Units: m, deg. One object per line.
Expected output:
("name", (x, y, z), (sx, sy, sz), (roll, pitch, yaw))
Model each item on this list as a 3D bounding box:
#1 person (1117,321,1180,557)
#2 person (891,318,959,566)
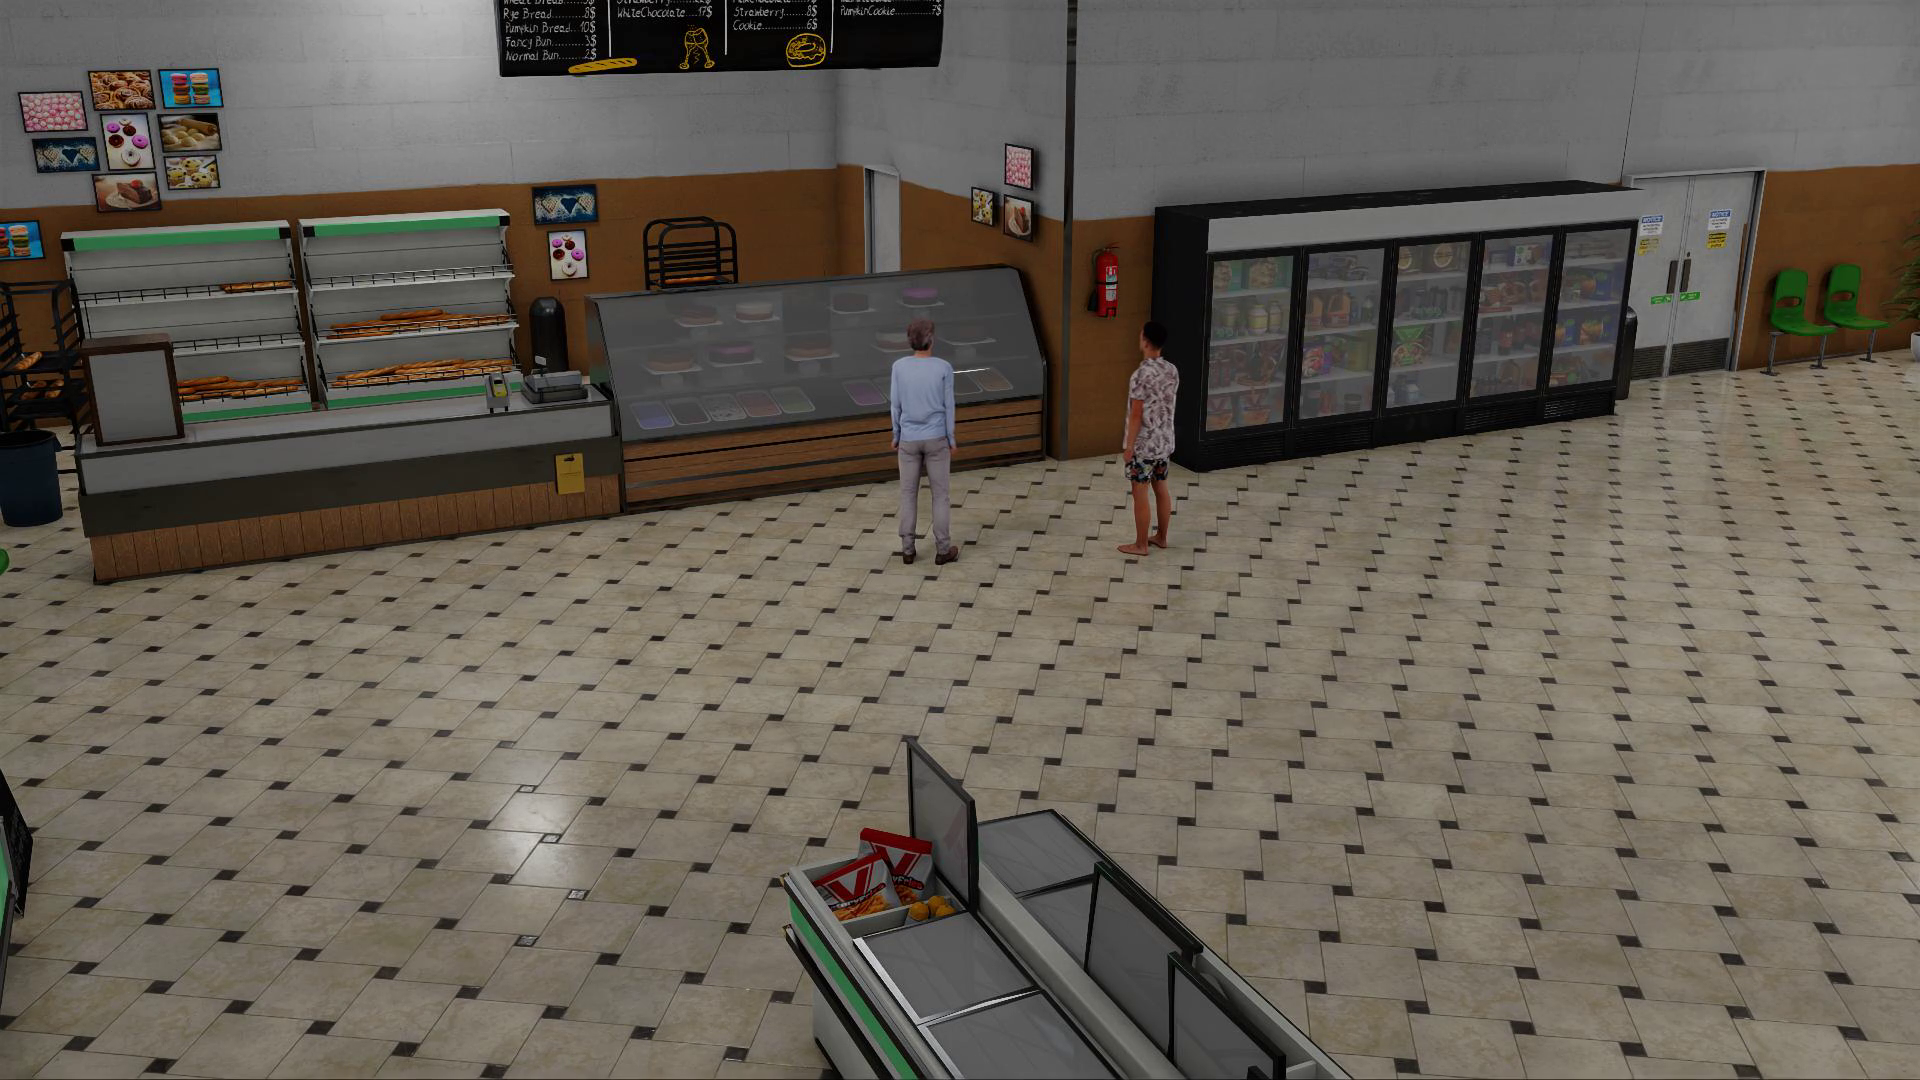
("person", (1.479, -0.785, 12.862), (0.731, 1.816, 0.684), (-17, 25, -41))
("person", (-0.275, -0.749, 12.634), (0.747, 1.892, 0.772), (3, 19, 10))
